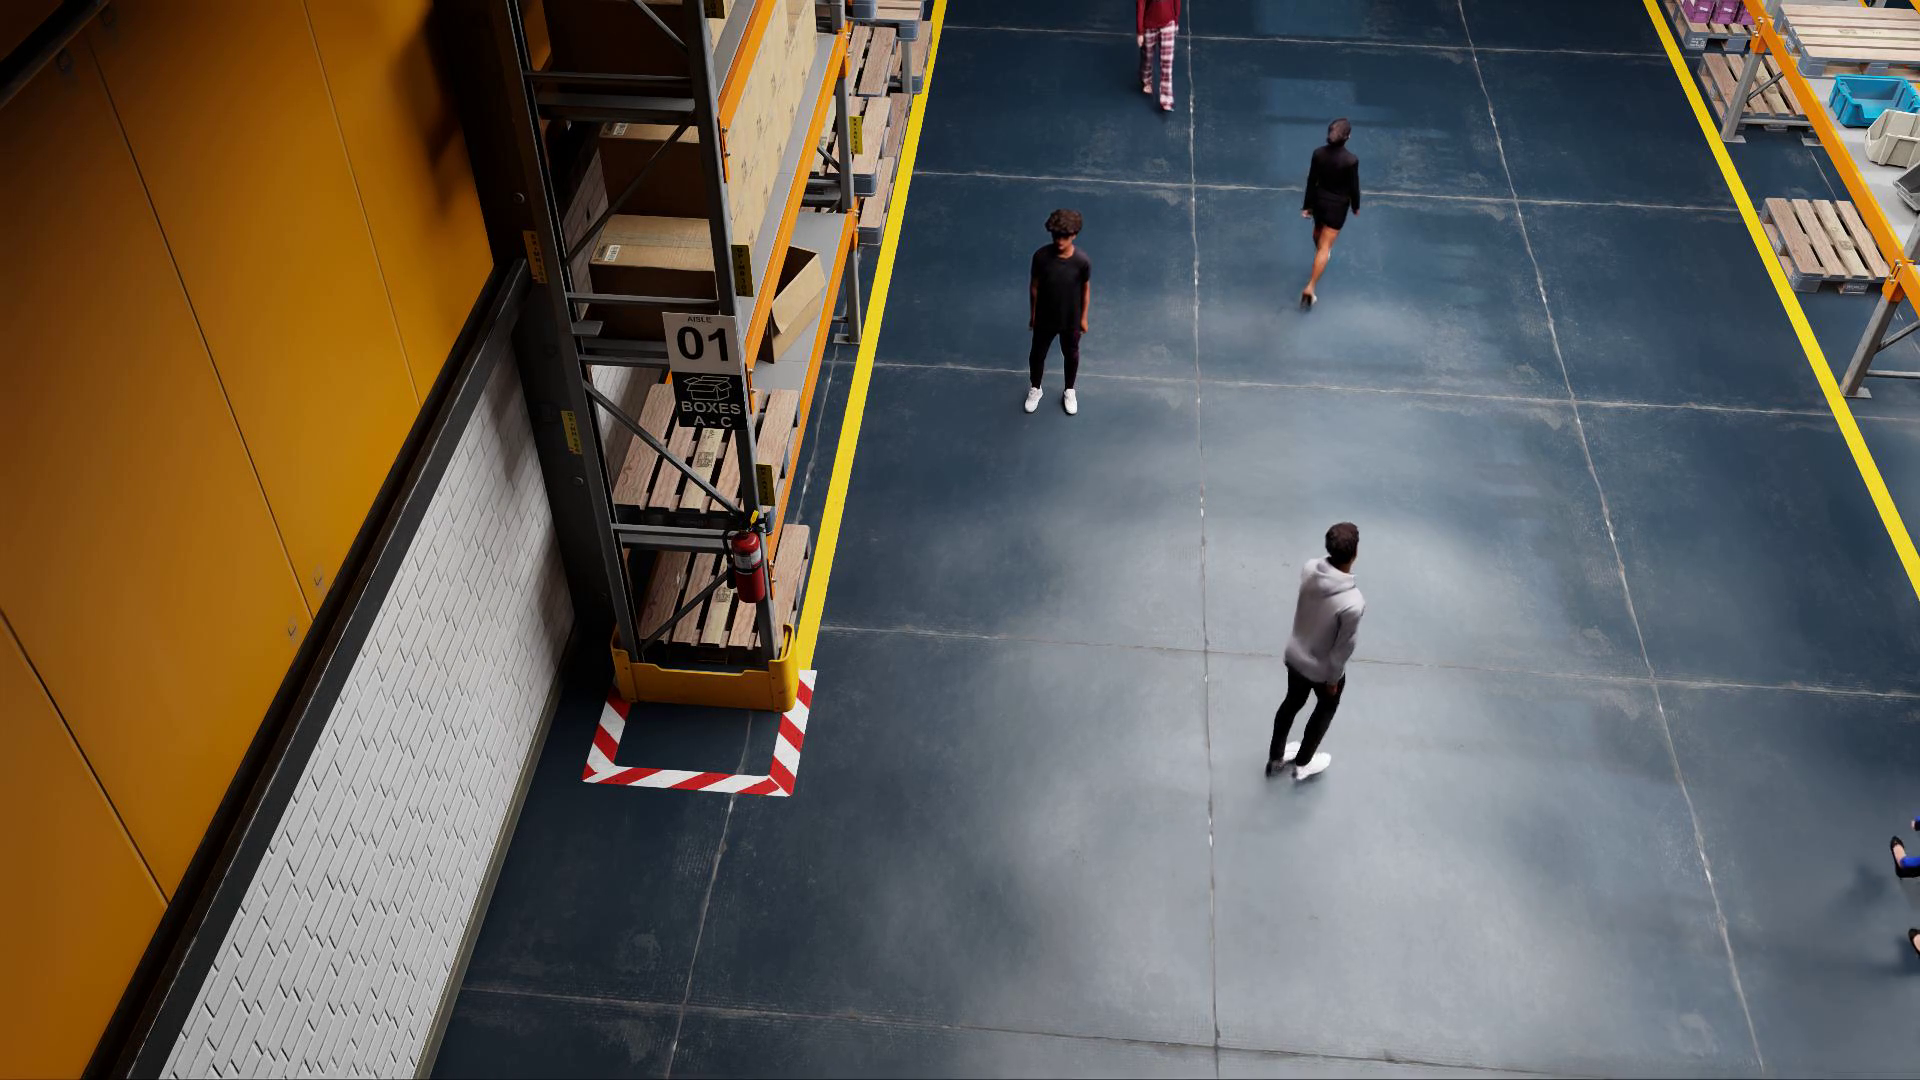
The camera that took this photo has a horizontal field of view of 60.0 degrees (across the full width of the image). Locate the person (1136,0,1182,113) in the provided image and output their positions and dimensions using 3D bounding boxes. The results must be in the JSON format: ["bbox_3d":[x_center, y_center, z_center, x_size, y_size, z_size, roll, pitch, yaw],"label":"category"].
[{"bbox_3d":[1.916,-5.107,16.361,0.835,1.660,1.119,-8,44,-9],"label":"person"}]

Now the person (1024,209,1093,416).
[{"bbox_3d":[0.759,-1.762,12.761,0.617,1.784,0.546,5,44,5],"label":"person"}]

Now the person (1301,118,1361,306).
[{"bbox_3d":[3.057,-2.697,13.884,0.895,1.588,1.112,24,49,23],"label":"person"}]

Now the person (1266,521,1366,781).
[{"bbox_3d":[2.105,0.754,10.049,0.926,1.881,0.859,-17,46,-17],"label":"person"}]

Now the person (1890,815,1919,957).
[{"bbox_3d":[5.593,1.760,9.149,0.719,1.666,1.079,0,44,0],"label":"person"}]
